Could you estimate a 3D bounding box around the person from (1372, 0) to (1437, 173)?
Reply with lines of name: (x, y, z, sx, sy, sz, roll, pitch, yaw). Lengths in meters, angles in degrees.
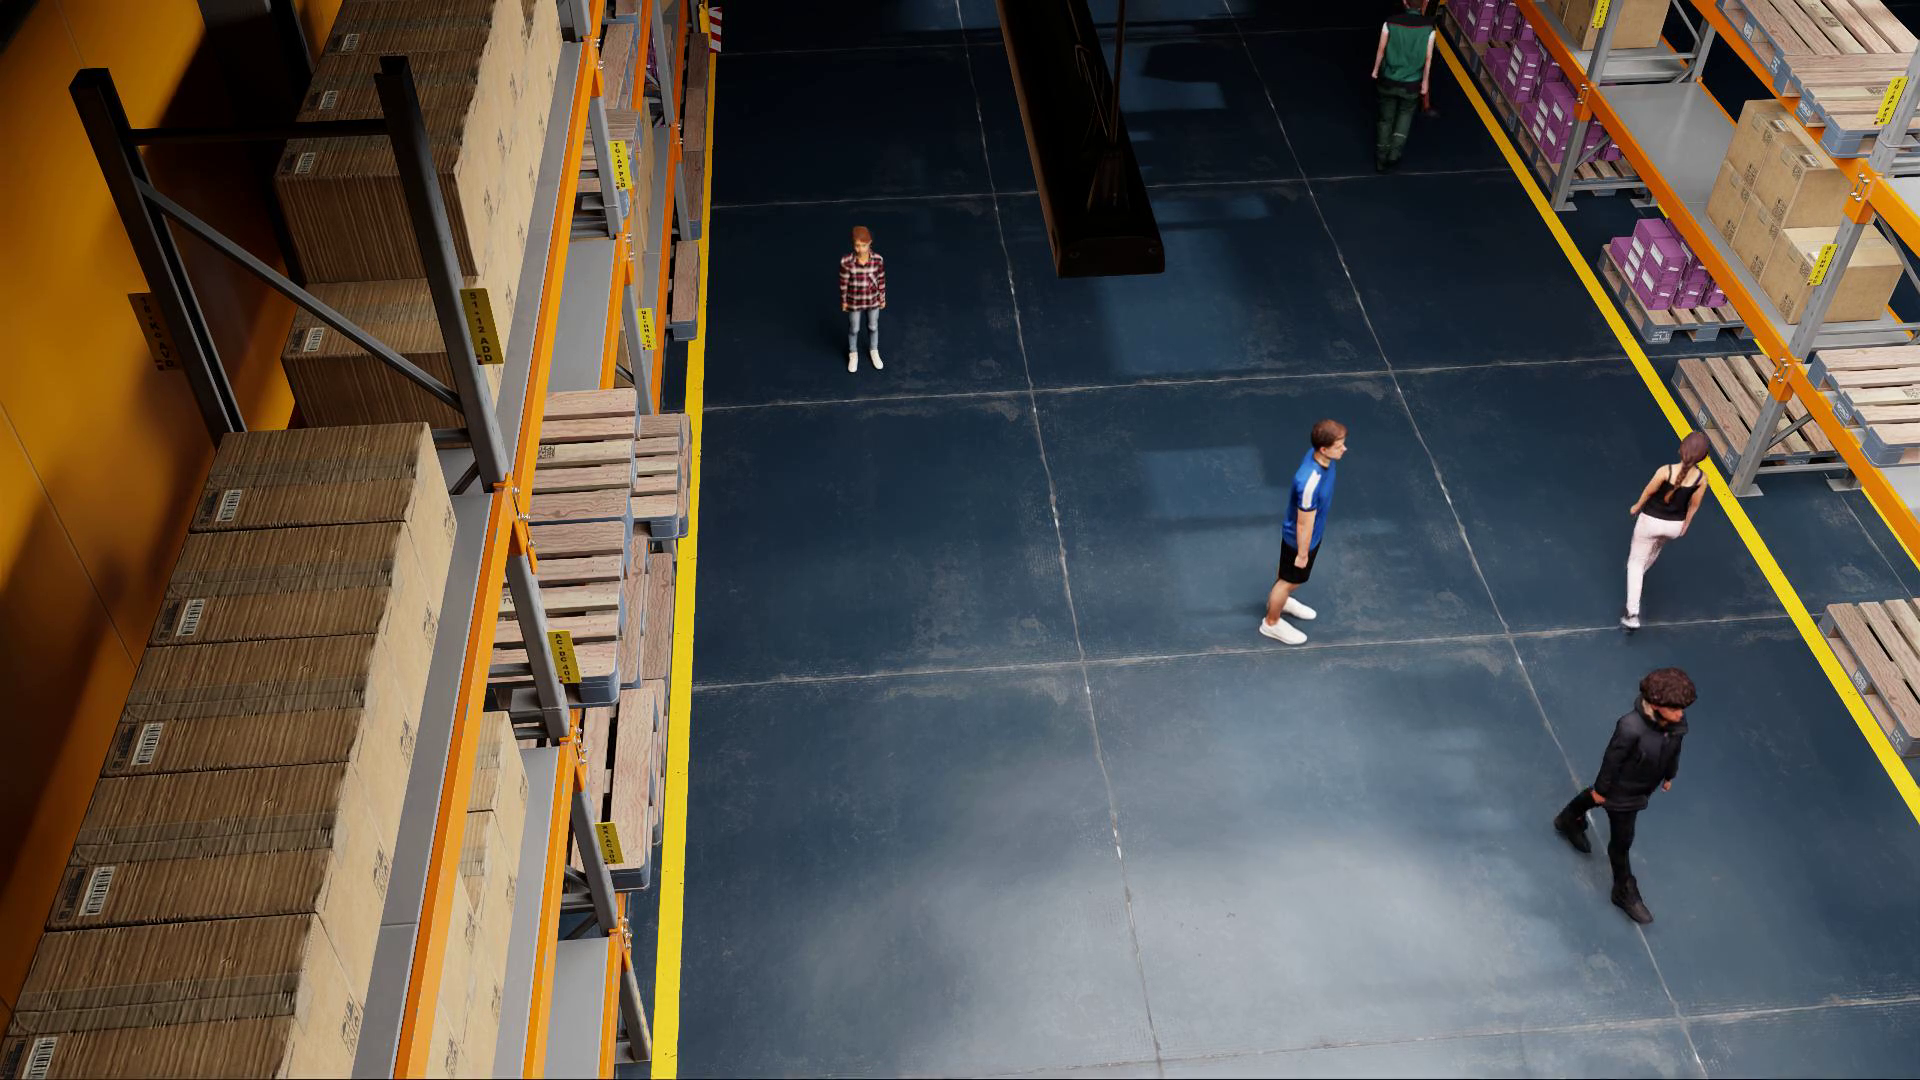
person: (4.084, -4.242, 15.447, 0.773, 1.818, 0.764, 10, 45, 11)

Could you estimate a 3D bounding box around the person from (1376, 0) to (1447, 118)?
person: (4.450, -5.014, 16.326, 0.845, 1.723, 0.949, 10, 44, 10)

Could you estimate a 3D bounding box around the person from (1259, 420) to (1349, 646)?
person: (2.277, -0.087, 11.050, 0.771, 1.866, 0.652, 13, 45, 14)

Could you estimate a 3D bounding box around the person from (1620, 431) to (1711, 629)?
person: (4.743, -0.070, 11.266, 0.640, 1.543, 1.038, 4, 44, 4)

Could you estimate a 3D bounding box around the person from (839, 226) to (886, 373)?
person: (-0.787, -1.962, 13.425, 0.544, 1.305, 0.541, -7, 44, -8)

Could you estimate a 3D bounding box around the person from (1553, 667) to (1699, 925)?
person: (3.841, 1.331, 9.655, 0.917, 1.738, 1.172, -20, 47, -20)
